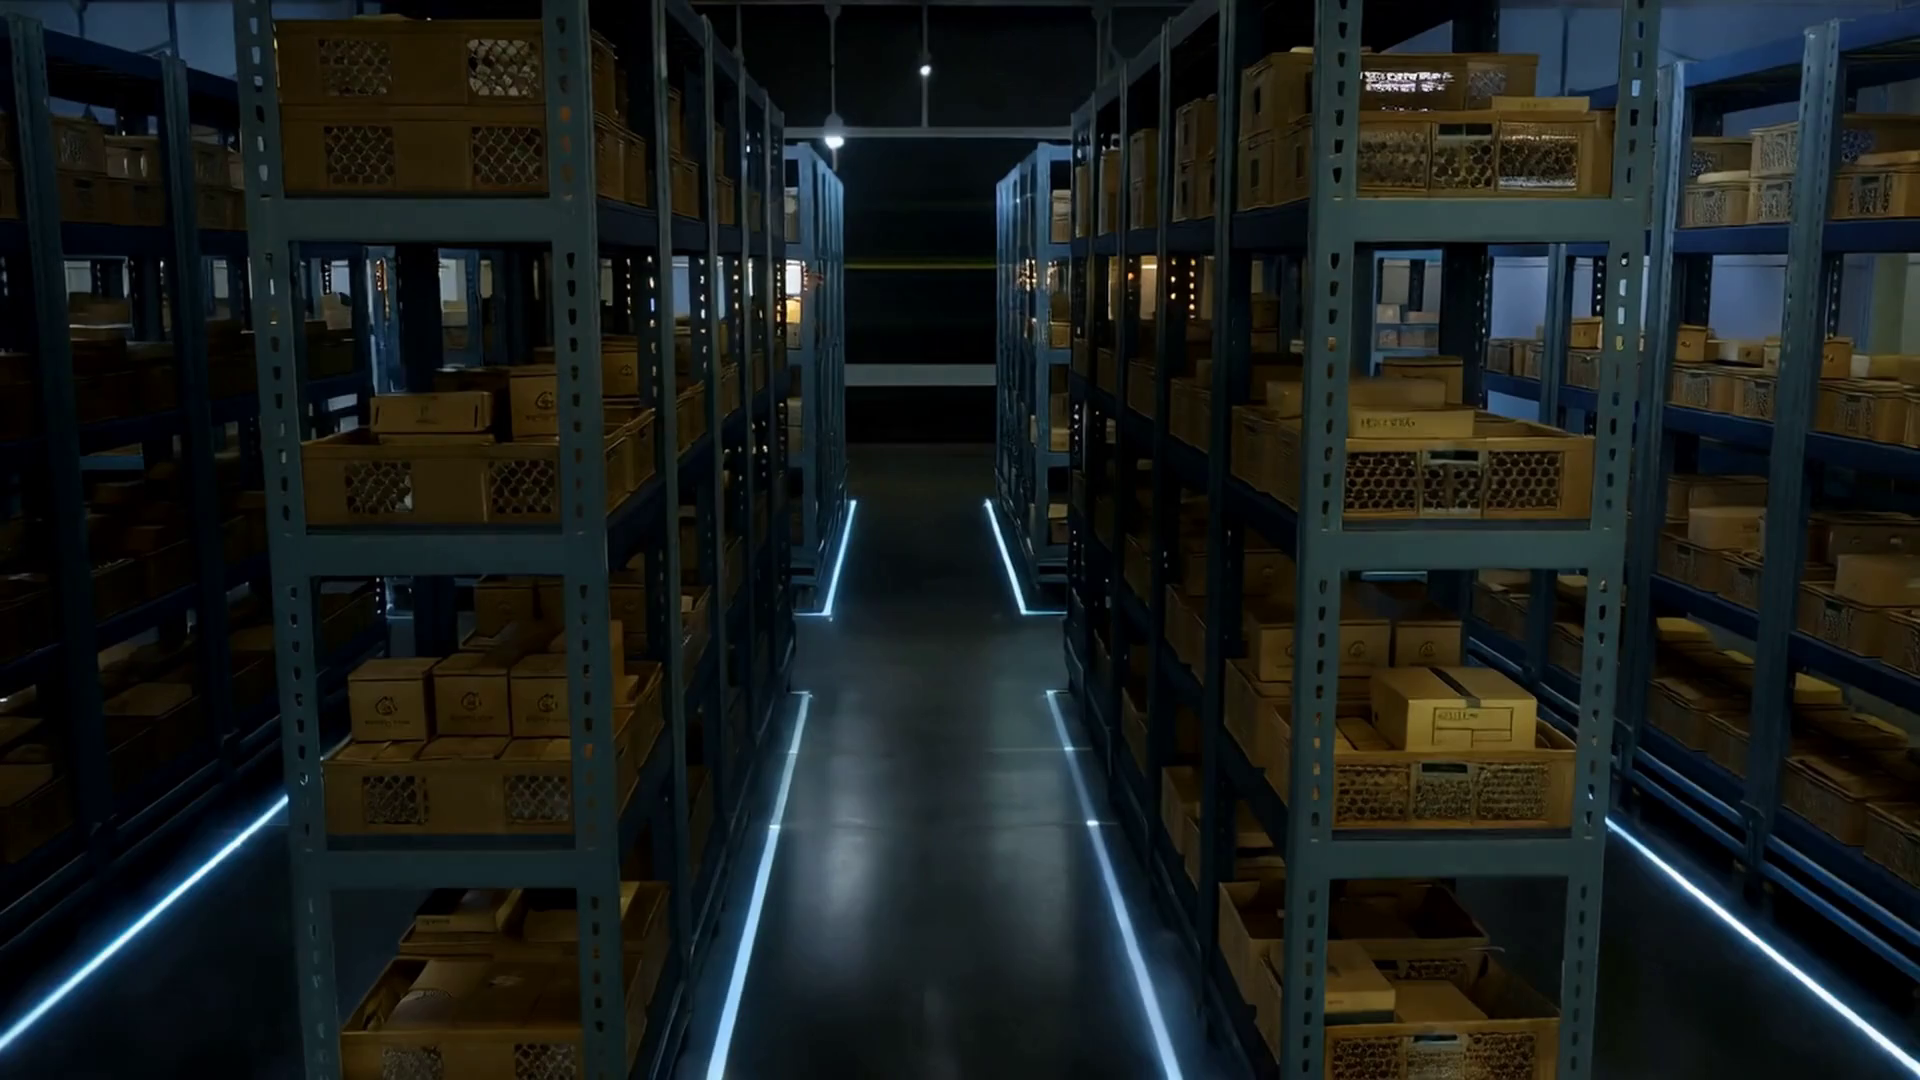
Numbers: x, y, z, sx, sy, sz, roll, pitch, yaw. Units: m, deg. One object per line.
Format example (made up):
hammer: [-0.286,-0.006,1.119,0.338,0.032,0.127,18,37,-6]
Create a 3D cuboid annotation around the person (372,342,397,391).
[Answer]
person: [-6.972,-1.585,20.524,0.777,1.809,0.599,-2,10,-12]
